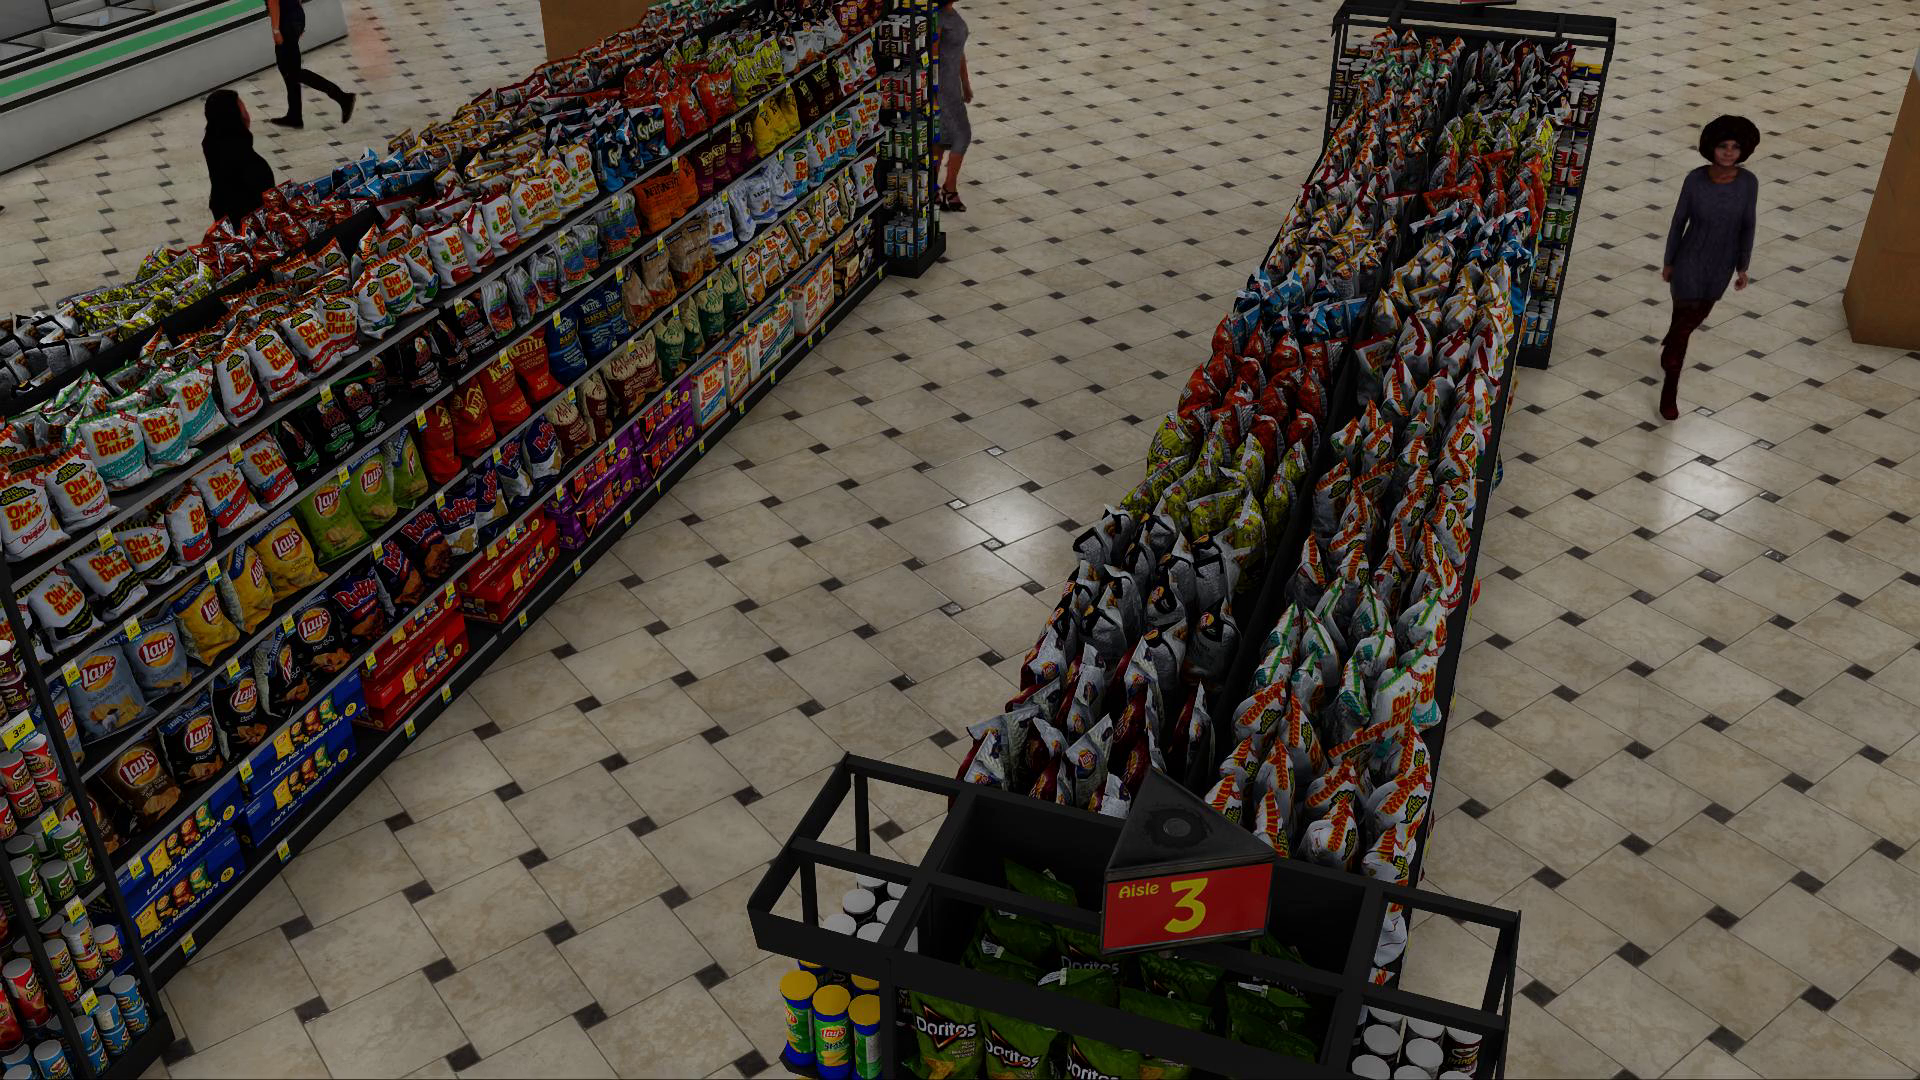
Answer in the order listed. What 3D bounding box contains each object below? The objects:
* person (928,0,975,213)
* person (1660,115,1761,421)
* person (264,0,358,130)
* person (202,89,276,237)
[{"bbox_3d":[-0.197,-3.236,12.055,0.676,1.770,0.584,9,33,14],"label":"person"},{"bbox_3d":[4.236,-1.587,9.494,0.710,1.676,1.116,5,32,8],"label":"person"},{"bbox_3d":[-5.442,-4.225,13.643,0.959,1.772,1.046,-1,32,-2],"label":"person"},{"bbox_3d":[-4.382,-1.870,10.035,1.102,1.584,0.926,-27,41,-37],"label":"person"}]
